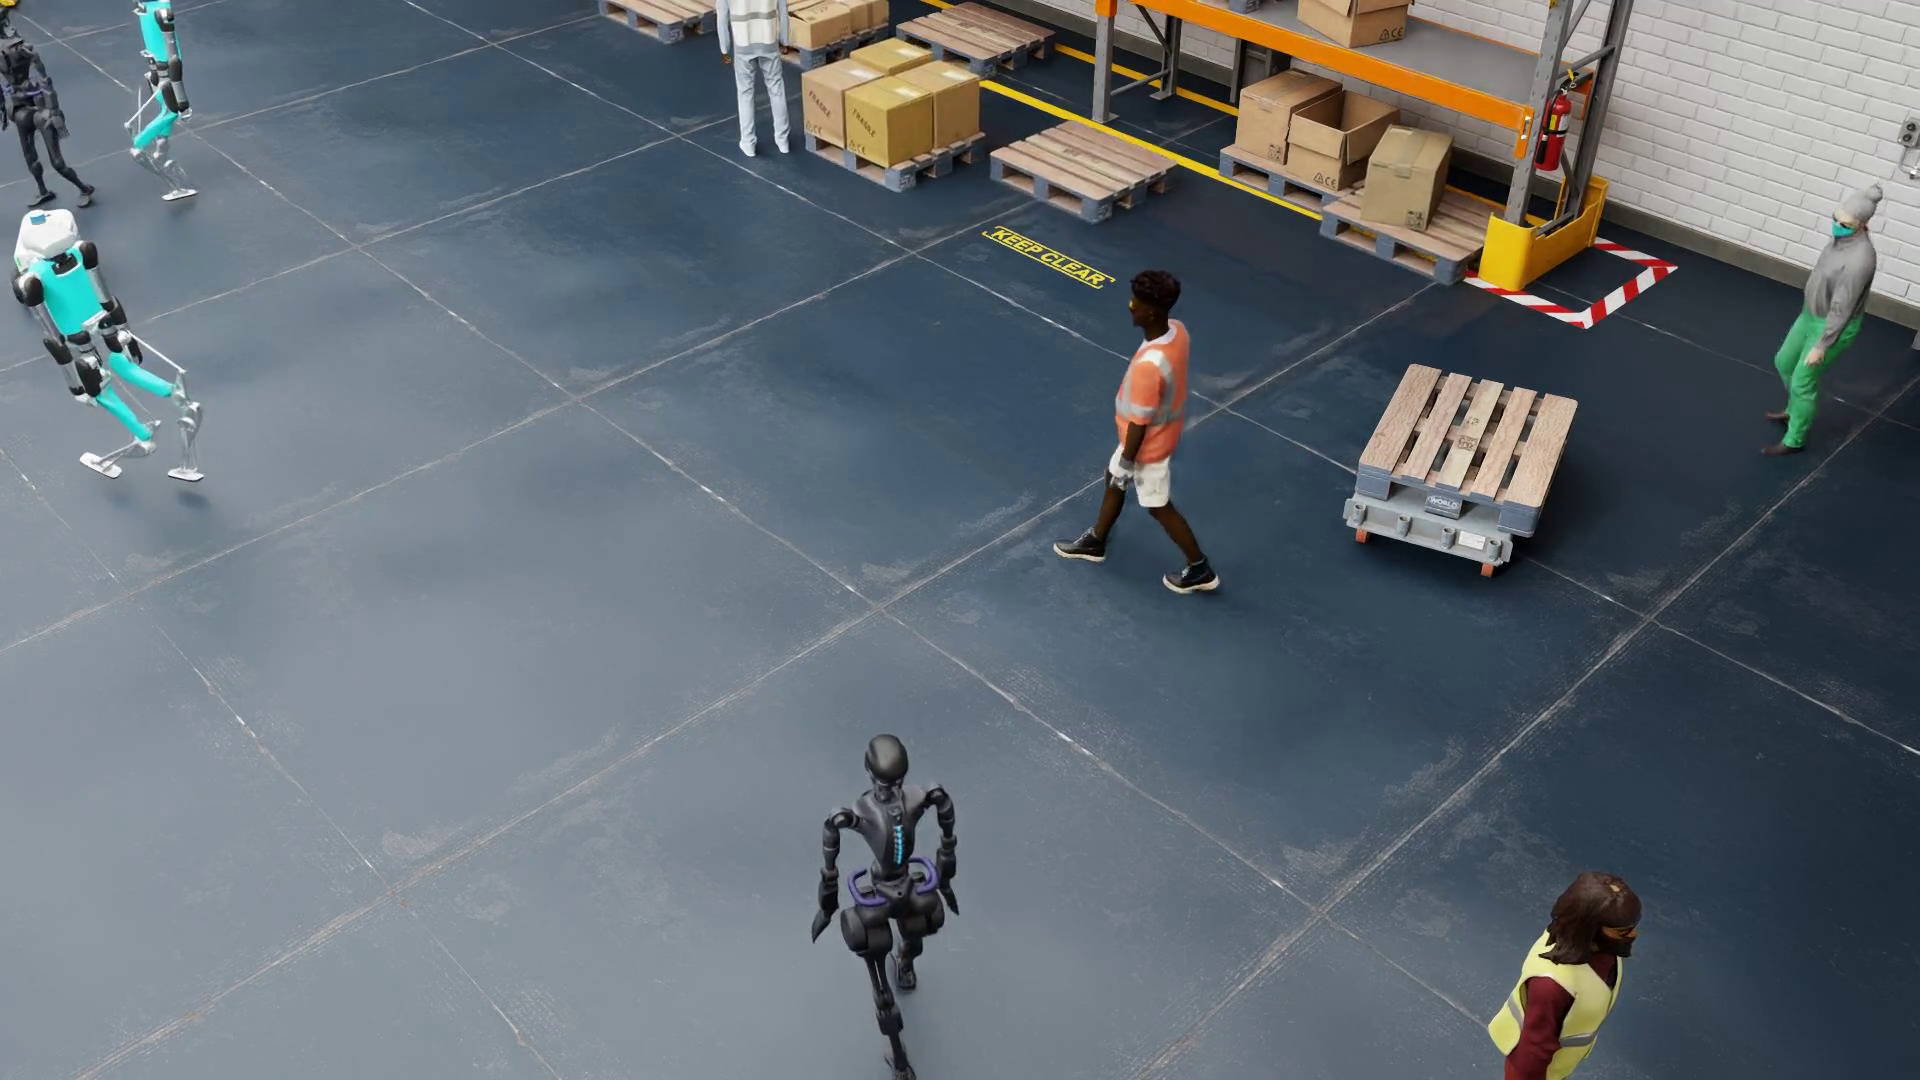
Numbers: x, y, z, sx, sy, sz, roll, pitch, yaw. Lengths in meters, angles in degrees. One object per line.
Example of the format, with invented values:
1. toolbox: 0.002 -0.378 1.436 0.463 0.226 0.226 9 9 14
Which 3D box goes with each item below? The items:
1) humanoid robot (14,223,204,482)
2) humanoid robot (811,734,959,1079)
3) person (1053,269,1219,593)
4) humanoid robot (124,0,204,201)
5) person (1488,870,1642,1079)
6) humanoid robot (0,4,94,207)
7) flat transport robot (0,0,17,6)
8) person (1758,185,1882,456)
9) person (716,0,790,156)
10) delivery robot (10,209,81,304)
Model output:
1. humanoid robot: -4.849 -0.989 9.624 1.015 1.734 0.550 12 39 15
2. humanoid robot: -0.306 1.383 6.551 0.601 1.637 0.699 -13 39 -16
3. person: 1.028 -0.564 8.915 0.972 1.919 0.608 11 39 15
4. humanoid robot: -6.245 -3.352 12.791 0.749 1.833 0.542 -27 45 -31
5. person: 2.074 1.807 5.898 0.377 1.768 0.465 26 44 30
6. humanoid robot: -7.133 -3.341 12.789 0.601 1.631 0.378 10 38 12
7. flat transport robot: -10.331 -5.543 16.872 1.431 0.231 0.659 -10 38 -12
8. person: 5.197 -1.310 9.977 0.416 1.825 0.601 5 37 7
9. person: -1.672 -4.065 13.558 0.592 1.910 0.388 -9 38 -11
10. delivery robot: -6.610 -2.092 12.068 0.499 0.597 0.798 -12 39 -15
